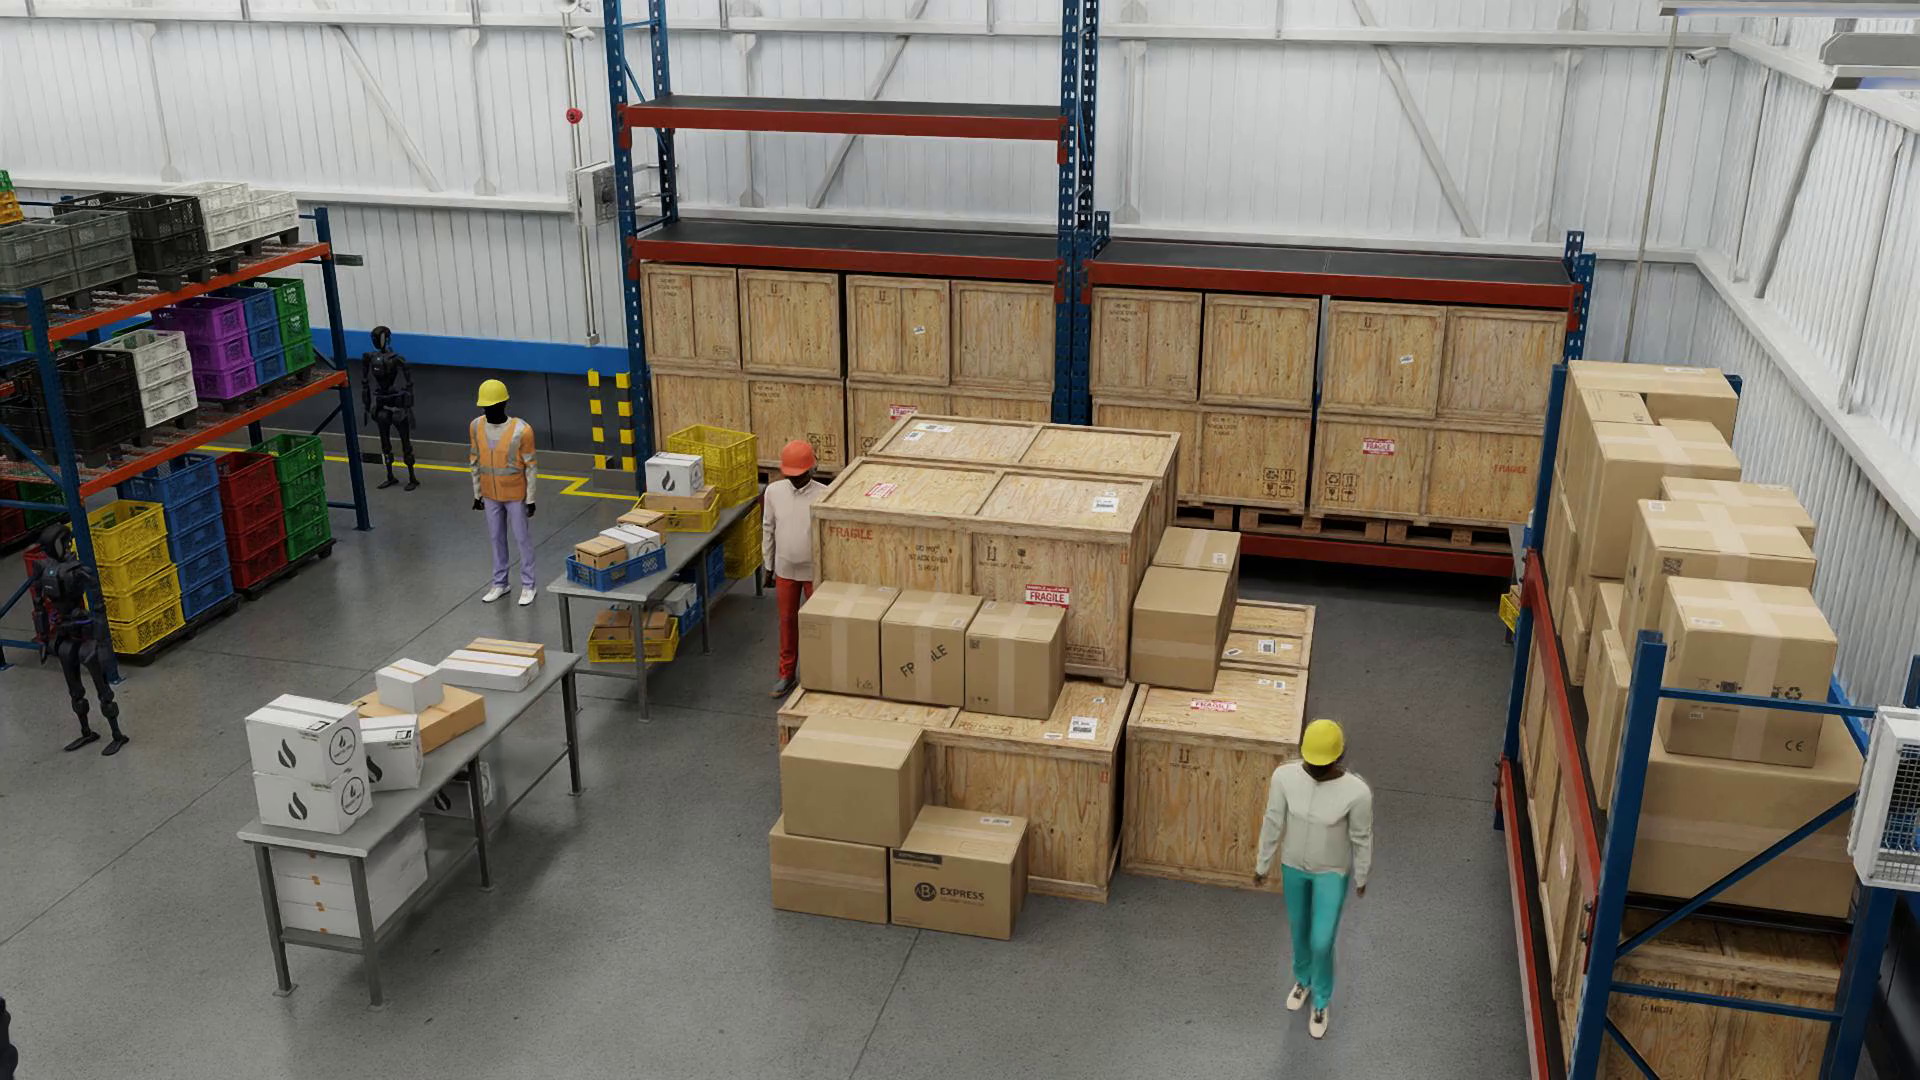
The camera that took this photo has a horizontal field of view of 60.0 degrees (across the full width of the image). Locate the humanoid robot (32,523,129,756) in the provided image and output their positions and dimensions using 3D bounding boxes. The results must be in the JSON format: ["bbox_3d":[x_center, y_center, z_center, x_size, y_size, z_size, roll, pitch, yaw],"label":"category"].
[{"bbox_3d":[-6.005,0.677,11.287,0.584,1.654,0.327,5,22,13],"label":"humanoid robot"}]

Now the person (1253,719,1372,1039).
[{"bbox_3d":[1.787,1.709,8.509,0.542,1.746,0.591,12,24,29],"label":"person"}]

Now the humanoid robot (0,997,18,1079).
[{"bbox_3d":[-4.369,2.215,7.264,0.584,1.654,0.327,5,22,13],"label":"humanoid robot"}]

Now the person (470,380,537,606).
[{"bbox_3d":[-3.770,-0.396,13.760,0.584,1.927,0.362,5,22,13],"label":"person"}]

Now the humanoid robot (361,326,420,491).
[{"bbox_3d":[-5.647,-1.302,16.462,0.584,1.657,0.327,5,22,13],"label":"humanoid robot"}]

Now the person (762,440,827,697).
[{"bbox_3d":[-1.149,0.217,12.073,0.607,1.988,0.384,5,22,13],"label":"person"}]
